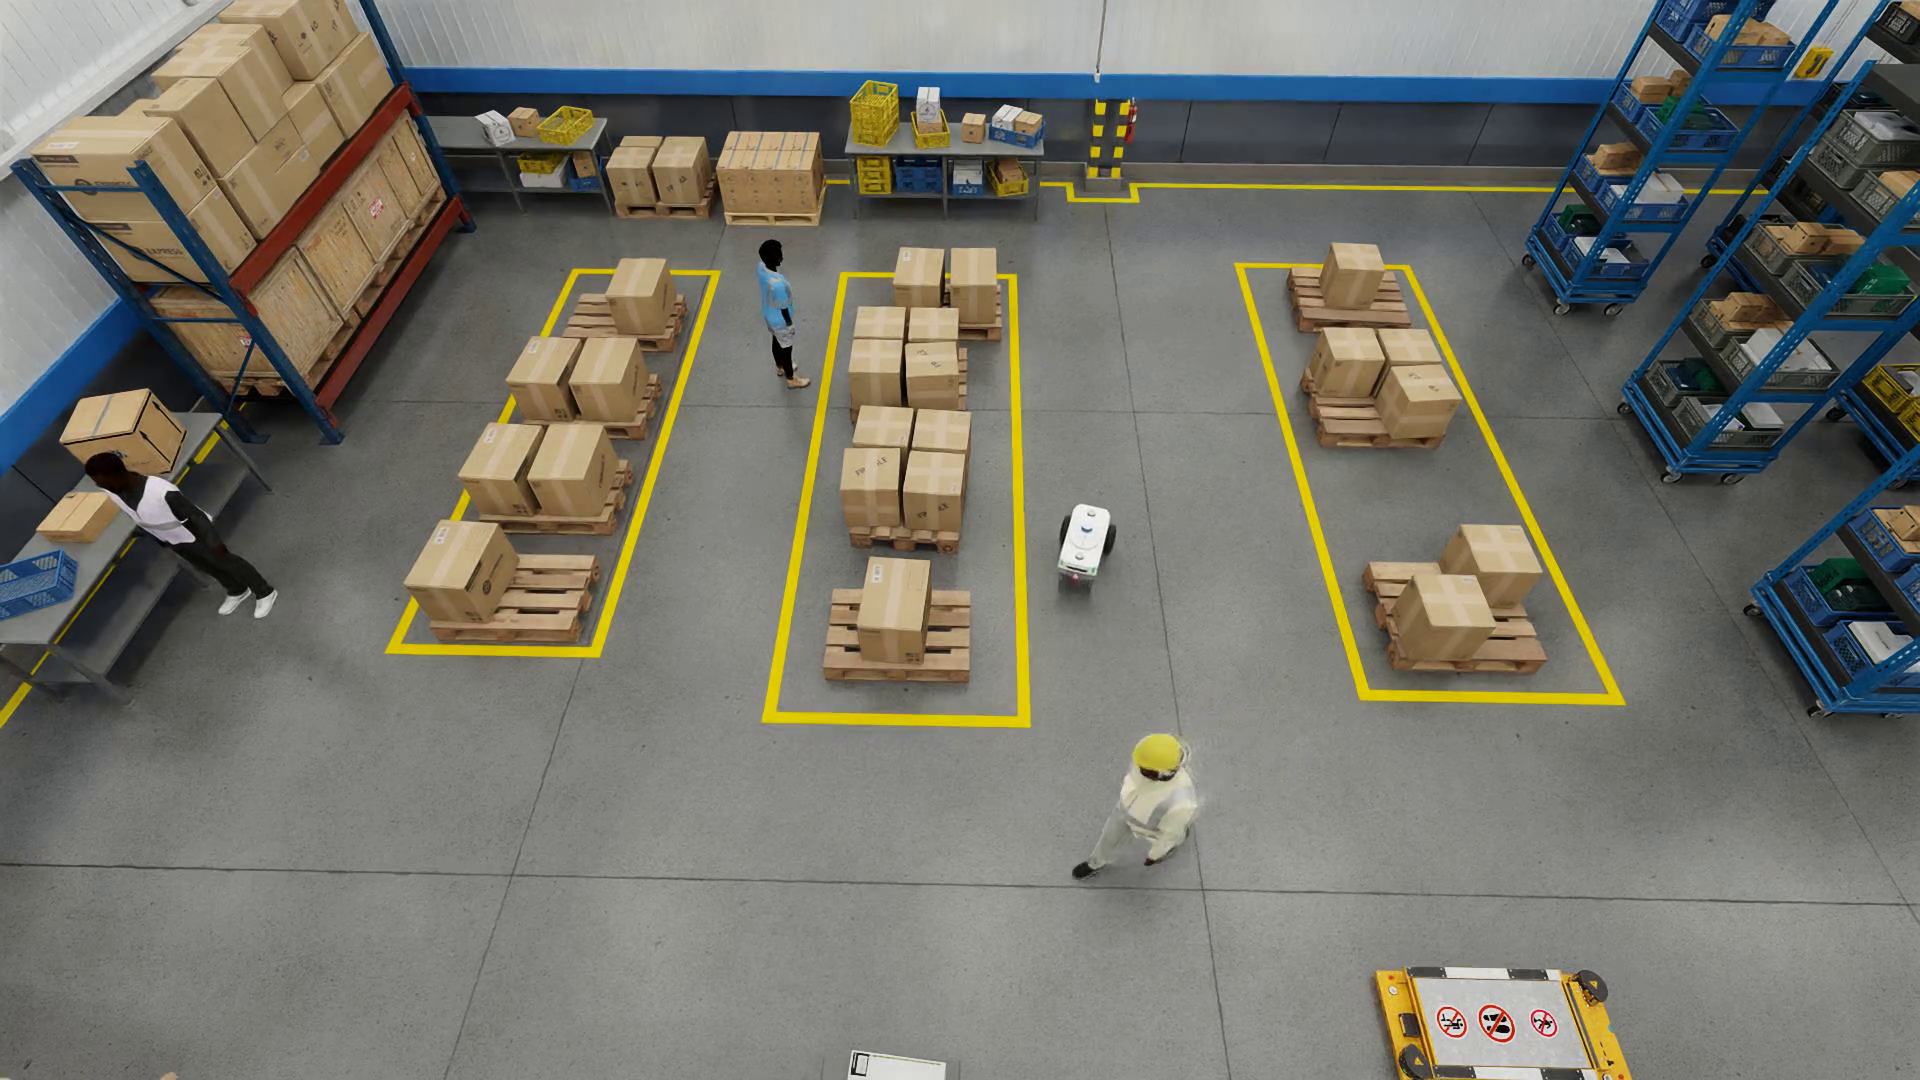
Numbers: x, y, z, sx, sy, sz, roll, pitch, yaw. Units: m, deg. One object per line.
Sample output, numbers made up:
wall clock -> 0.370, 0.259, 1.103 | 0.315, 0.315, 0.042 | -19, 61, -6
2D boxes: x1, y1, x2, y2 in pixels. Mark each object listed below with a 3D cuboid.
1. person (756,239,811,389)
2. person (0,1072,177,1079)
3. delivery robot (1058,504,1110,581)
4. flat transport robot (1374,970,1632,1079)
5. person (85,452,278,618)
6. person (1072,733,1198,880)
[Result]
person -> -1.853, -2.315, 9.443 | 0.321, 1.694, 0.529 | -24, 55, -19
person -> -5.040, 3.127, 4.938 | 0.639, 1.802, 0.833 | 24, 55, 18
delivery robot -> 1.117, 0.017, 8.214 | 0.477, 0.478, 0.707 | 13, 52, 10
flat transport robot -> 3.501, 3.133, 5.914 | 1.431, 0.197, 0.652 | 1, 51, 1
person -> -6.288, -0.045, 7.451 | 0.590, 1.916, 0.386 | 8, 51, 6
person -> 1.269, 1.782, 6.053 | 0.892, 1.784, 0.613 | -22, 54, -17
